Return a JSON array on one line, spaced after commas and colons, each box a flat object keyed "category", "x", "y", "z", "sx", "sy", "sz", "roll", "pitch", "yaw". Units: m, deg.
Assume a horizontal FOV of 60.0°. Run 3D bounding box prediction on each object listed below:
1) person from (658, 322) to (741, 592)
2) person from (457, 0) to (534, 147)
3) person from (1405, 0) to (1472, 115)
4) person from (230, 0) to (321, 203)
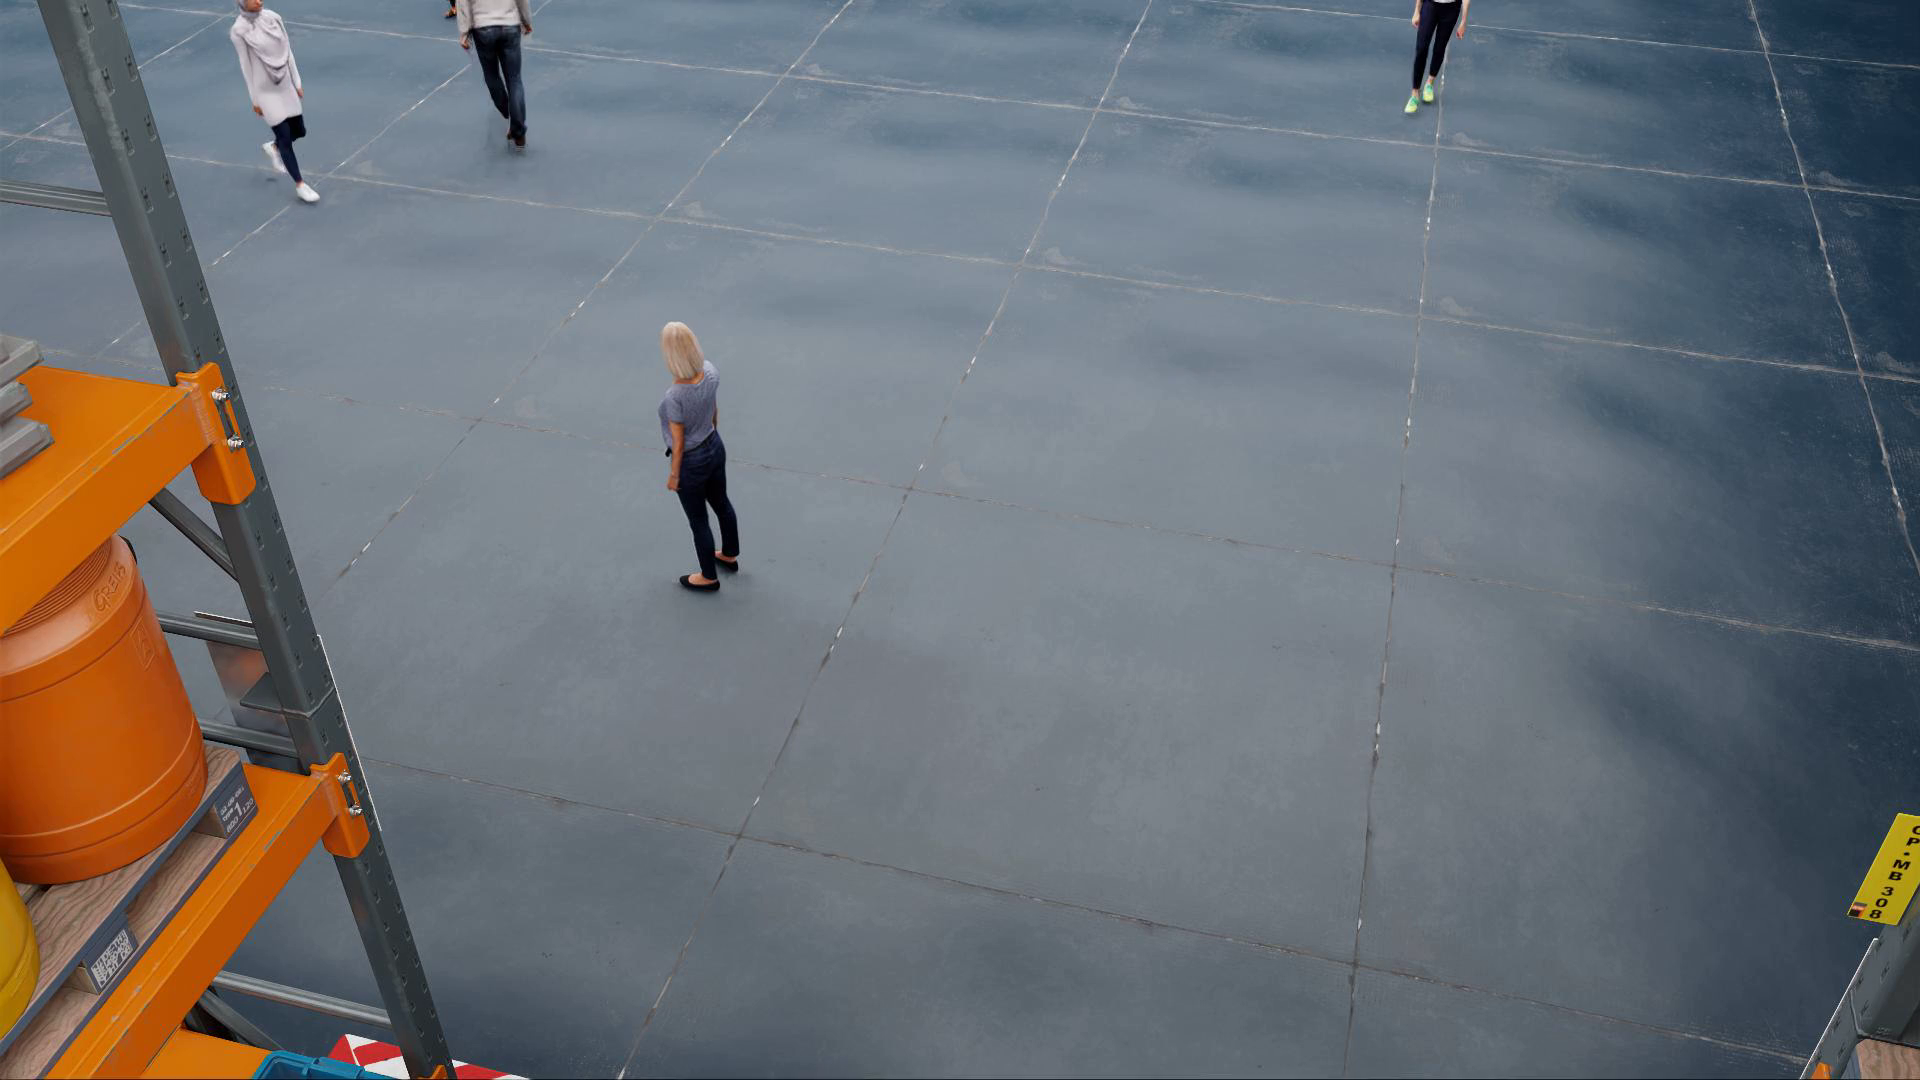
[{"category": "person", "x": -1.452, "y": -0.459, "z": 9.264, "sx": 0.694, "sy": 1.719, "sz": 0.535, "roll": 20, "pitch": 42, "yaw": 24}, {"category": "person", "x": -3.888, "y": -4.222, "z": 13.979, "sx": 1.222, "sy": 1.835, "sz": 1.363, "roll": -15, "pitch": 41, "yaw": -19}, {"category": "person", "x": 4.244, "y": -4.677, "z": 14.691, "sx": 0.628, "sy": 1.674, "sz": 0.899, "roll": 11, "pitch": 39, "yaw": 13}, {"category": "person", "x": -5.498, "y": -3.574, "z": 13.210, "sx": 0.885, "sy": 1.762, "sz": 0.949, "roll": 25, "pitch": 45, "yaw": 29}]
